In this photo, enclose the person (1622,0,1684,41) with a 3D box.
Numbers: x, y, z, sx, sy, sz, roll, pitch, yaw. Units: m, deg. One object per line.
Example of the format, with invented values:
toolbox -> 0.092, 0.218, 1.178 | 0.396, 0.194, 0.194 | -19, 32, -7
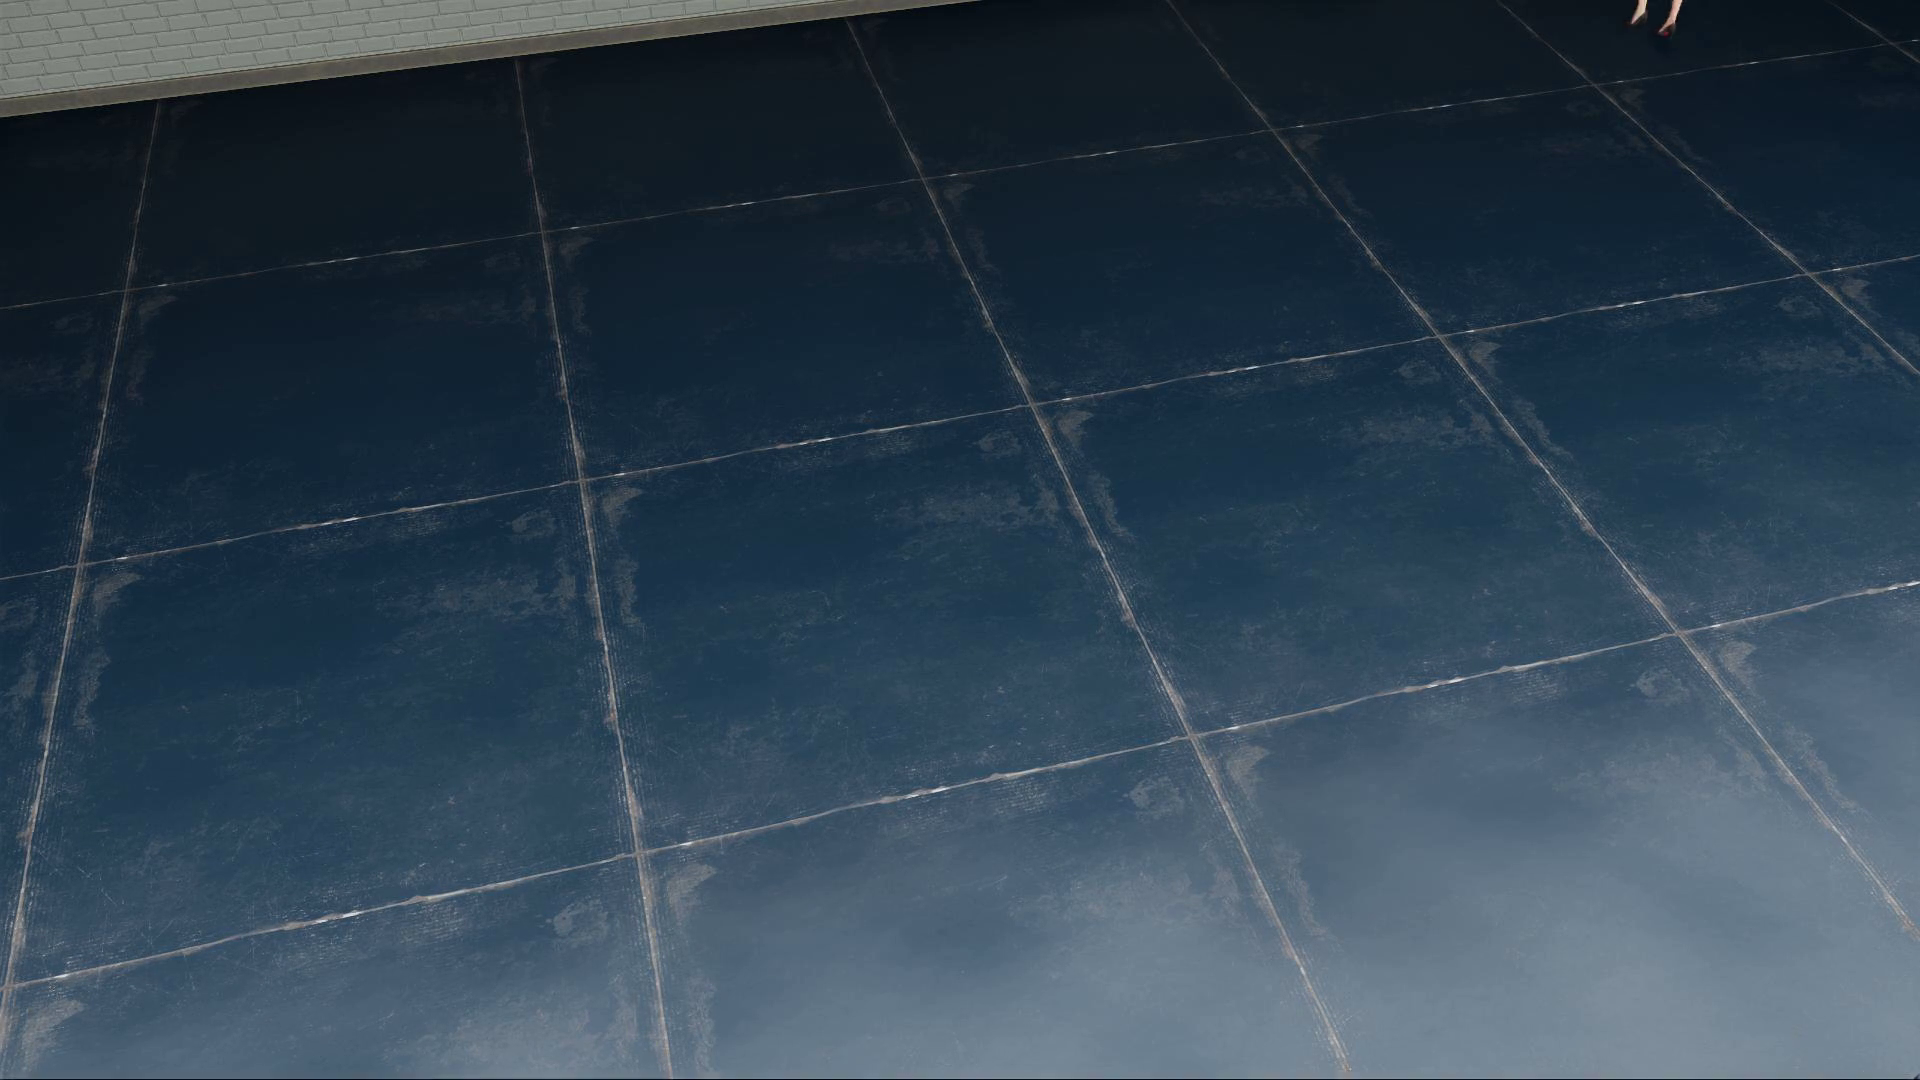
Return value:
person -> 6.346, -5.203, 14.453 | 0.747, 1.781, 0.822 | -28, 50, -26
